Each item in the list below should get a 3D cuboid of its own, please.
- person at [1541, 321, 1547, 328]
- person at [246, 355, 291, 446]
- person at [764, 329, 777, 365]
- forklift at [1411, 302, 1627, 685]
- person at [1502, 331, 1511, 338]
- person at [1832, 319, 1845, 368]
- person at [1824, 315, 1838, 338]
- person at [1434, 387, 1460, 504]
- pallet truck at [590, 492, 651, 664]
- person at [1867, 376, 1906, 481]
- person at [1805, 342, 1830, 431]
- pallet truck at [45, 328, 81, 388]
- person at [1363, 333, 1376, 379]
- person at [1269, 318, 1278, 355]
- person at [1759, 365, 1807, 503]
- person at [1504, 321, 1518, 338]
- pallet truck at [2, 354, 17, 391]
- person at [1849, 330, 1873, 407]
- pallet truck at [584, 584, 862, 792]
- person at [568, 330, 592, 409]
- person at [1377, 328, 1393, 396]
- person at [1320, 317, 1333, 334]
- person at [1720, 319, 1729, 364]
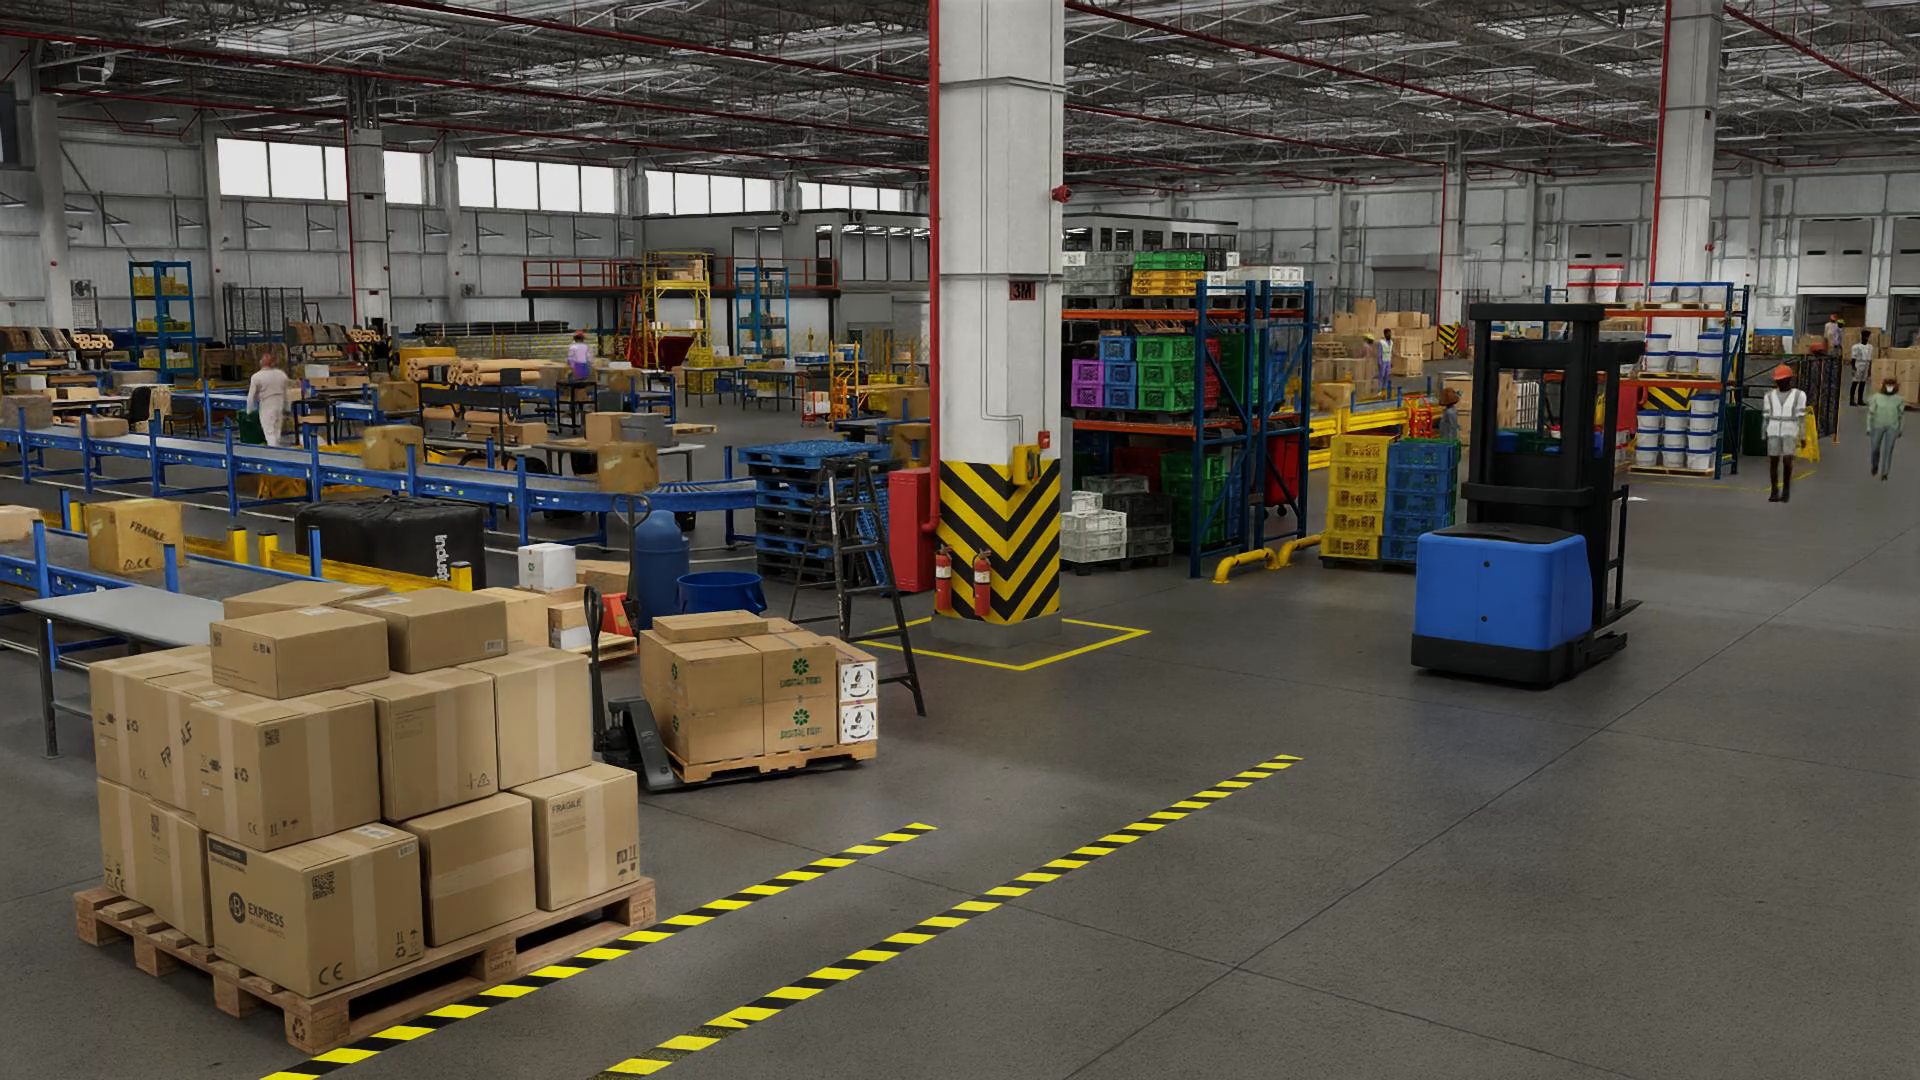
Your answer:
[{"bbox_3d":[24.282,-8.256,69.035,0.429,1.846,0.625,-4,9,-24],"label":"person"},{"bbox_3d":[-11.716,-2.182,28.069,0.867,1.849,0.718,6,10,36],"label":"person"},{"bbox_3d":[-7.386,-7.604,64.782,0.954,1.795,0.541,5,10,30],"label":"person"},{"bbox_3d":[4.379,-0.438,12.852,1.129,2.768,1.873,7,11,37],"label":"forklift"},{"bbox_3d":[16.930,-5.619,51.588,0.324,1.743,0.490,0,8,2],"label":"person"},{"bbox_3d":[34.027,-7.613,64.431,0.383,1.923,0.588,8,12,43],"label":"person"},{"bbox_3d":[37.672,-8.743,71.882,0.632,1.977,0.429,5,10,29],"label":"person"},{"bbox_3d":[6.587,-1.242,22.456,0.287,1.631,0.501,2,9,13],"label":"person"},{"bbox_3d":[-3.115,0.344,12.883,0.653,1.274,1.630,7,11,37],"label":"pallet truck"},{"bbox_3d":[14.354,-1.735,25.789,0.514,1.621,0.434,4,9,26],"label":"person"},{"bbox_3d":[17.466,-3.071,33.845,0.557,1.915,0.581,-1,9,-8],"label":"person"},{"bbox_3d":[-23.775,-4.544,43.495,1.885,1.965,0.823,6,10,35],"label":"pallet truck"},{"bbox_3d":[11.770,-5.046,47.727,0.645,1.742,0.543,5,10,32],"label":"person"},{"bbox_3d":[13.053,-8.394,69.731,0.549,1.918,0.758,4,9,24],"label":"person"},{"bbox_3d":[11.341,-1.454,22.947,0.595,1.907,0.525,7,11,40],"label":"person"},{"bbox_3d":[25.110,-9.309,75.814,0.602,1.939,0.397,3,9,18],"label":"person"},{"bbox_3d":[-24.881,-4.417,42.634,1.885,1.965,0.823,8,11,41],"label":"pallet truck"},{"bbox_3d":[23.036,-4.378,42.488,0.608,1.963,0.371,-2,9,-16],"label":"person"},{"bbox_3d":[-1.426,0.805,10.019,1.601,1.201,0.680,-4,9,-26],"label":"pallet truck"},{"bbox_3d":[-9.302,-4.154,40.822,0.767,2.013,0.642,6,11,37],"label":"person"},{"bbox_3d":[11.985,-5.017,46.946,0.597,1.916,0.370,-7,11,-39],"label":"person"},{"bbox_3d":[16.038,-8.821,72.750,0.599,1.869,0.480,-1,8,-4],"label":"person"},{"bbox_3d":[31.171,-8.097,67.935,0.557,1.854,0.551,4,9,23],"label":"person"}]
